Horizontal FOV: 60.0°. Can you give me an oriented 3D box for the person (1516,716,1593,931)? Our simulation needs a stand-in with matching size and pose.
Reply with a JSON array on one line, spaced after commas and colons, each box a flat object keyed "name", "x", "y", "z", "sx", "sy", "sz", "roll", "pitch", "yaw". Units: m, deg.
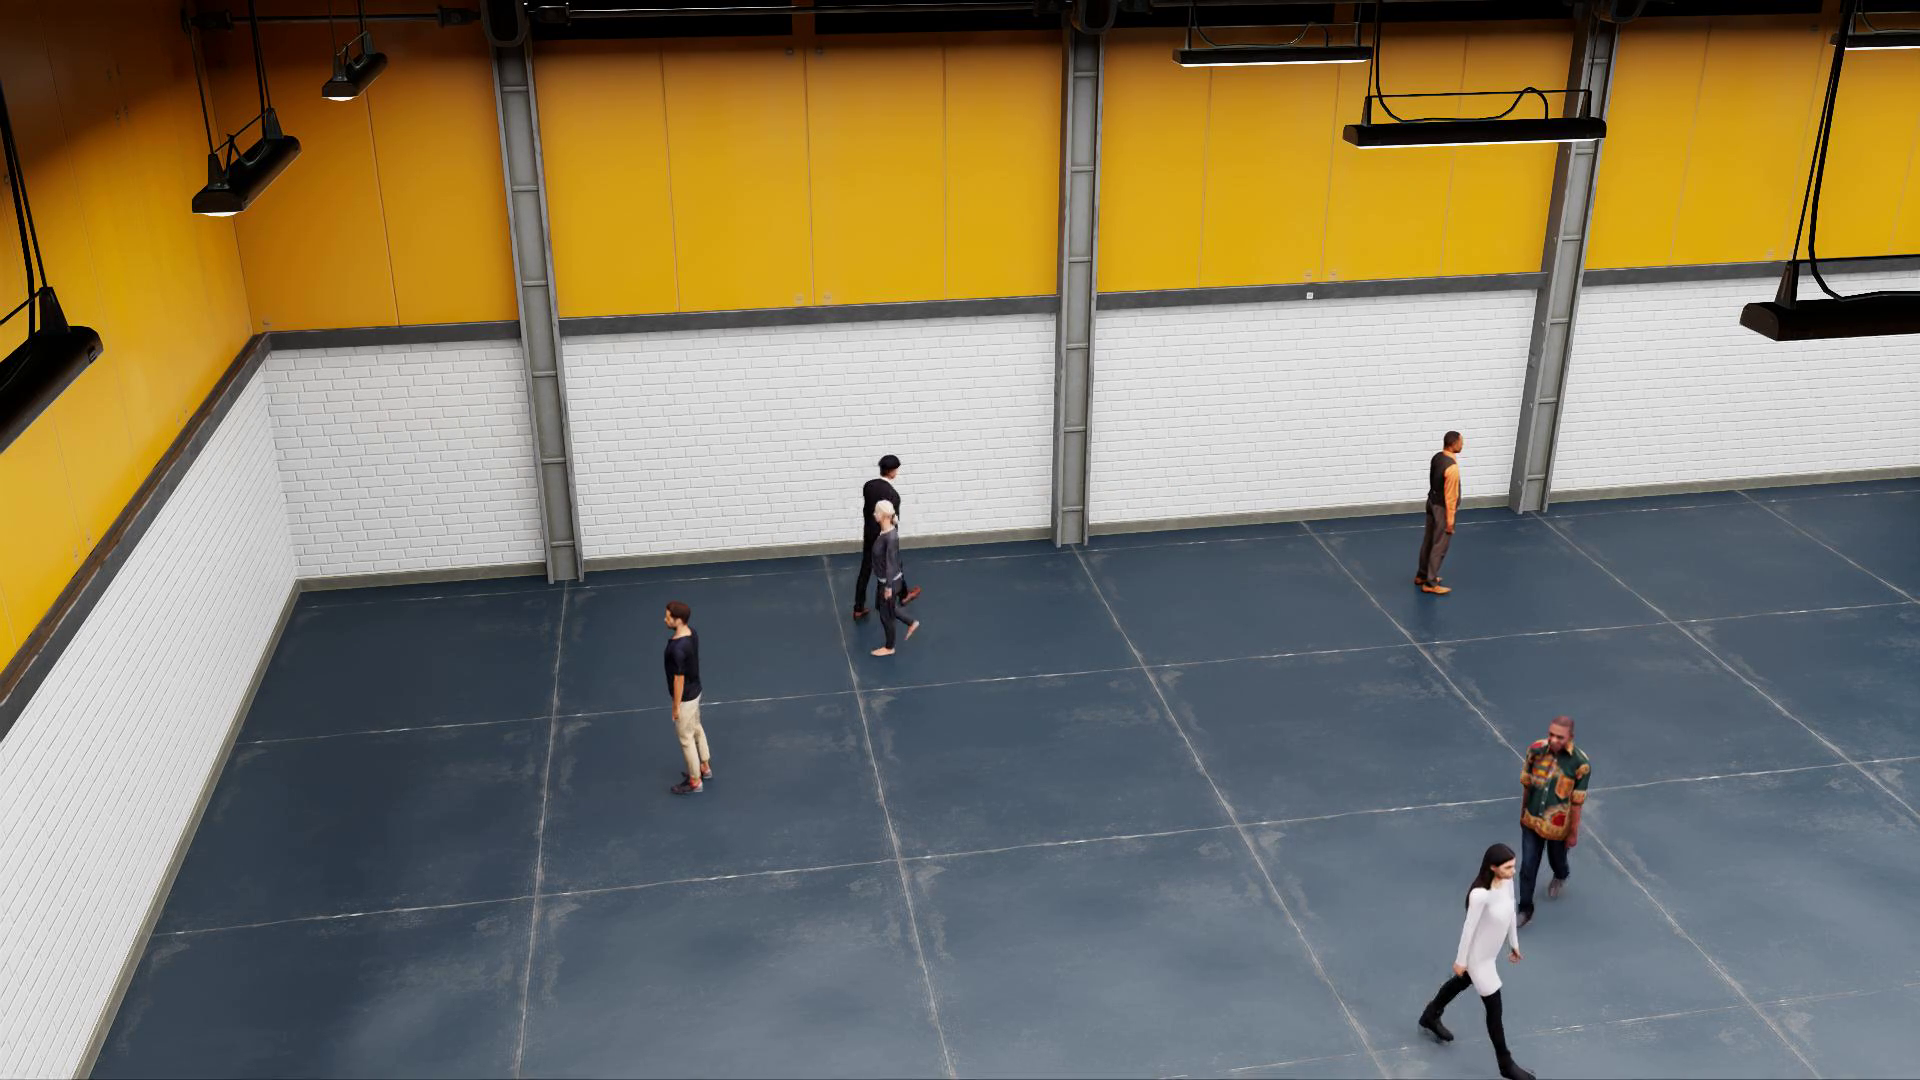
[{"name": "person", "x": 4.687, "y": 2.177, "z": 13.105, "sx": 1.125, "sy": 1.778, "sz": 1.226, "roll": 18, "pitch": 30, "yaw": 36}]

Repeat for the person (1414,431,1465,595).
[{"name": "person", "x": 5.394, "y": -0.328, "z": 18.673, "sx": 0.596, "sy": 1.908, "sz": 0.683, "roll": -3, "pitch": 24, "yaw": -7}]

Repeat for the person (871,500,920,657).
[{"name": "person", "x": -0.663, "y": 0.386, "z": 17.283, "sx": 0.773, "sy": 1.713, "sz": 0.636, "roll": -6, "pitch": 24, "yaw": -13}]

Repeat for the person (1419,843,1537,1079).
[{"name": "person", "x": 3.559, "y": 2.855, "z": 11.581, "sx": 1.166, "sy": 1.758, "sz": 1.109, "roll": -21, "pitch": 31, "yaw": -39}]

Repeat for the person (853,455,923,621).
[{"name": "person", "x": -0.930, "y": 0.019, "z": 17.981, "sx": 1.197, "sy": 1.827, "sz": 1.314, "roll": 20, "pitch": 30, "yaw": 38}]

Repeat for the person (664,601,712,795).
[{"name": "person", "x": -2.429, "y": 1.379, "z": 14.838, "sx": 0.623, "sy": 1.852, "sz": 0.688, "roll": 2, "pitch": 24, "yaw": 4}]
